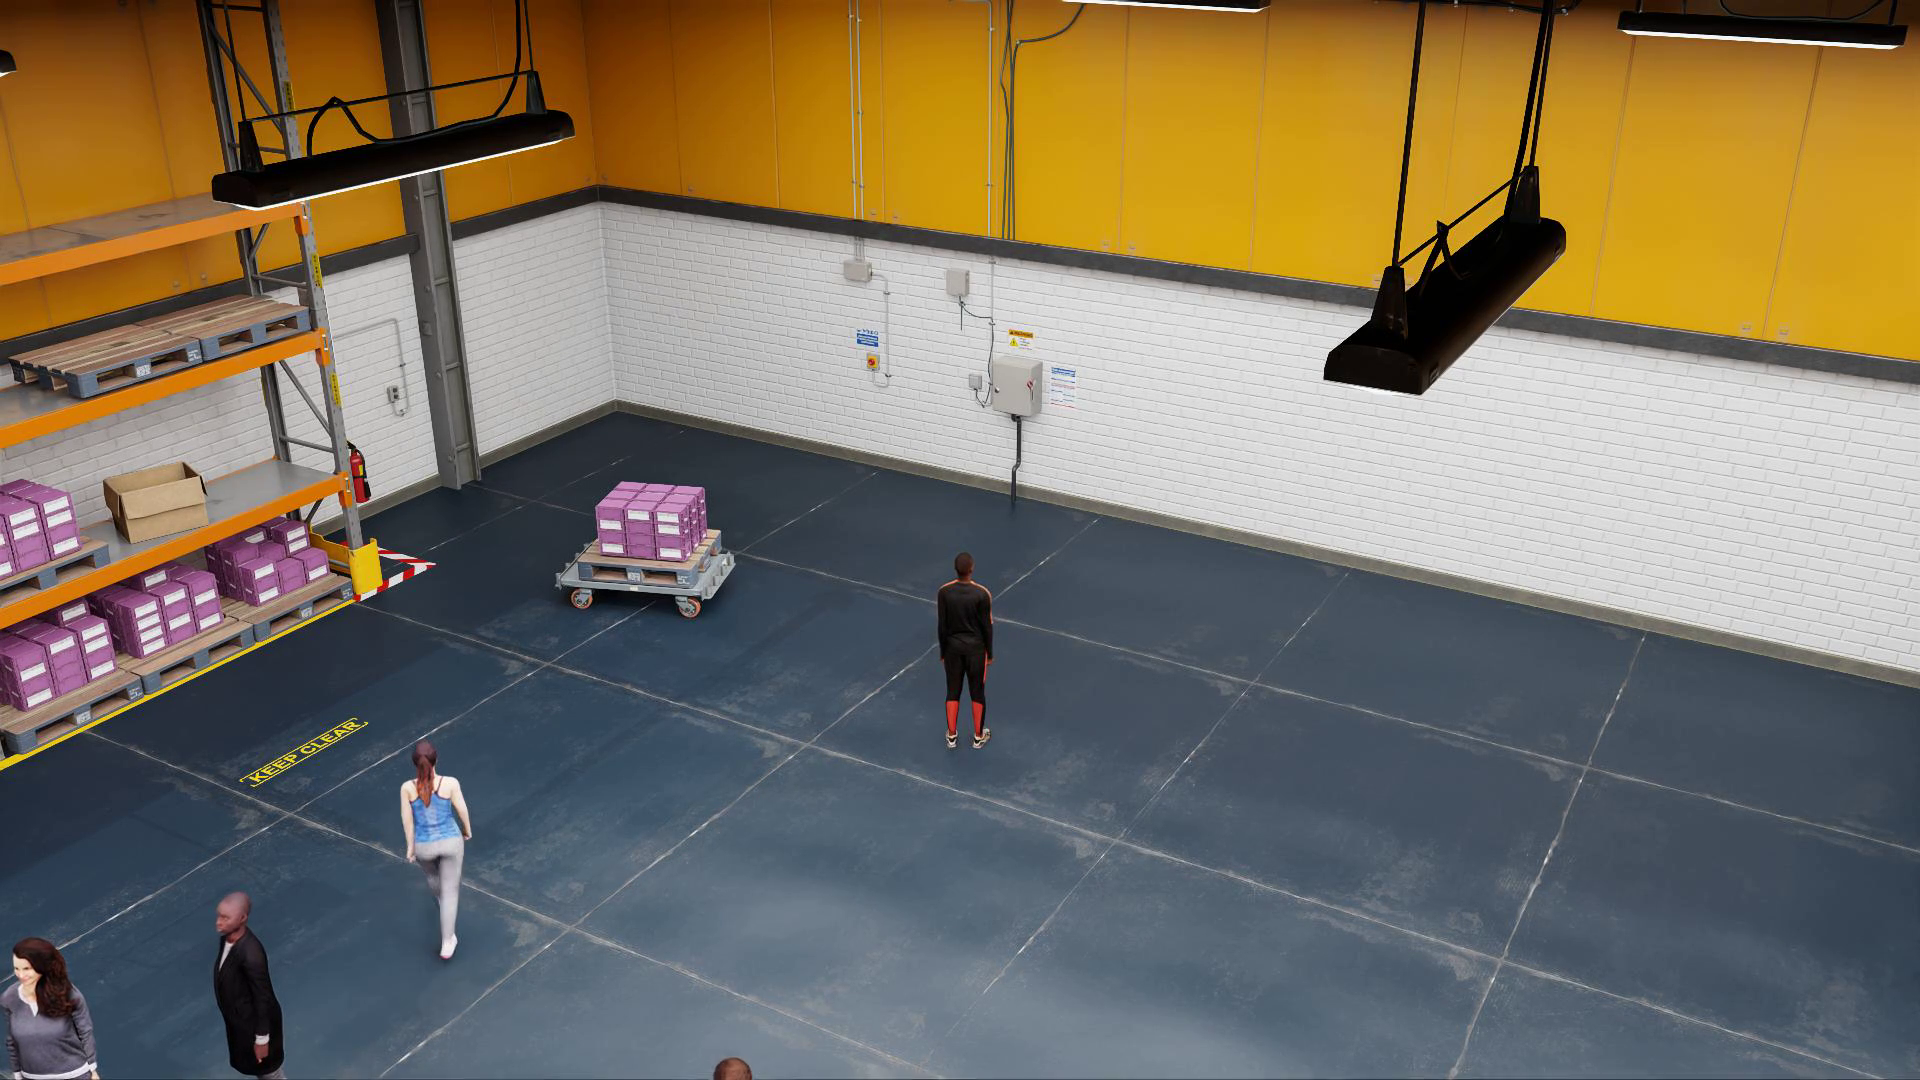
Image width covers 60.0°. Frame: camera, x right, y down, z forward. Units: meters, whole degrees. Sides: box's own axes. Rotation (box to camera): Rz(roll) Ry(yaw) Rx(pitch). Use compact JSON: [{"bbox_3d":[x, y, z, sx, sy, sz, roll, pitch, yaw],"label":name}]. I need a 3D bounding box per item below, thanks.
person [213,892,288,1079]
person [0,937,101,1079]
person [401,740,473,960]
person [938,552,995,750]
[{"bbox_3d":[-4.168,2.840,9.847,0.670,1.760,0.714,-19,30,-37],"label":"person"},{"bbox_3d":[-5.121,3.012,9.444,0.689,1.768,0.730,-4,24,-9],"label":"person"},{"bbox_3d":[-3.643,2.176,11.601,0.985,1.572,1.086,-4,24,-10],"label":"person"},{"bbox_3d":[0.044,0.931,14.154,0.688,1.808,0.658,4,24,8],"label":"person"}]
